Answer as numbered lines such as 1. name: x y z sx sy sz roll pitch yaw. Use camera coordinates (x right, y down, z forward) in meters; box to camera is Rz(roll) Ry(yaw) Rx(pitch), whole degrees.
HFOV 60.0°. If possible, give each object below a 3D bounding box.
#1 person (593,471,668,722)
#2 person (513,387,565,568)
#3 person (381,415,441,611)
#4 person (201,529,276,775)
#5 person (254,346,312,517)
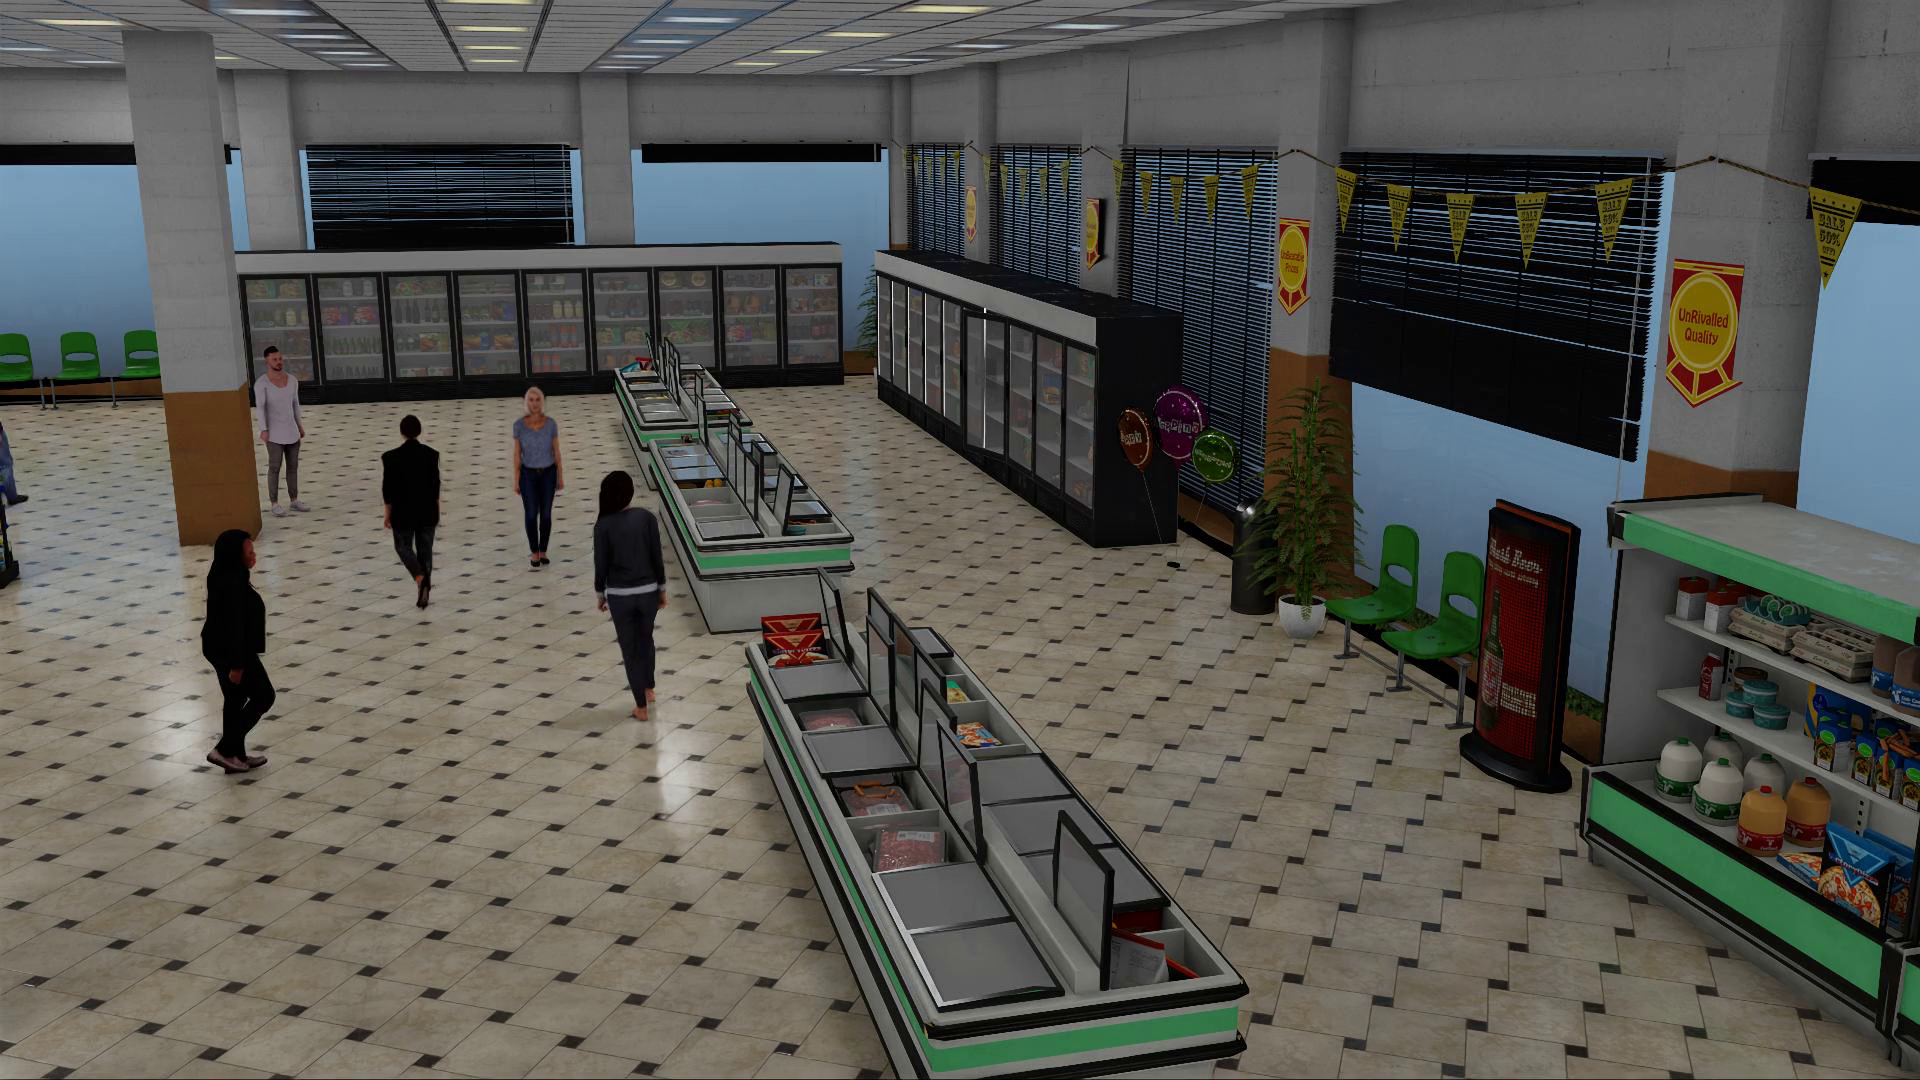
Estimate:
1. person: -2.248 0.407 11.599 0.697 1.749 0.727 -6 15 -24
2. person: -4.052 -0.620 15.914 0.645 1.712 0.689 -6 15 -22
3. person: -4.630 -0.194 14.180 0.772 1.702 0.862 -8 16 -31
4. person: -4.684 0.744 10.525 0.861 1.601 0.785 -11 18 -39
5. person: -7.356 -1.196 18.020 0.787 1.840 0.745 9 16 33
